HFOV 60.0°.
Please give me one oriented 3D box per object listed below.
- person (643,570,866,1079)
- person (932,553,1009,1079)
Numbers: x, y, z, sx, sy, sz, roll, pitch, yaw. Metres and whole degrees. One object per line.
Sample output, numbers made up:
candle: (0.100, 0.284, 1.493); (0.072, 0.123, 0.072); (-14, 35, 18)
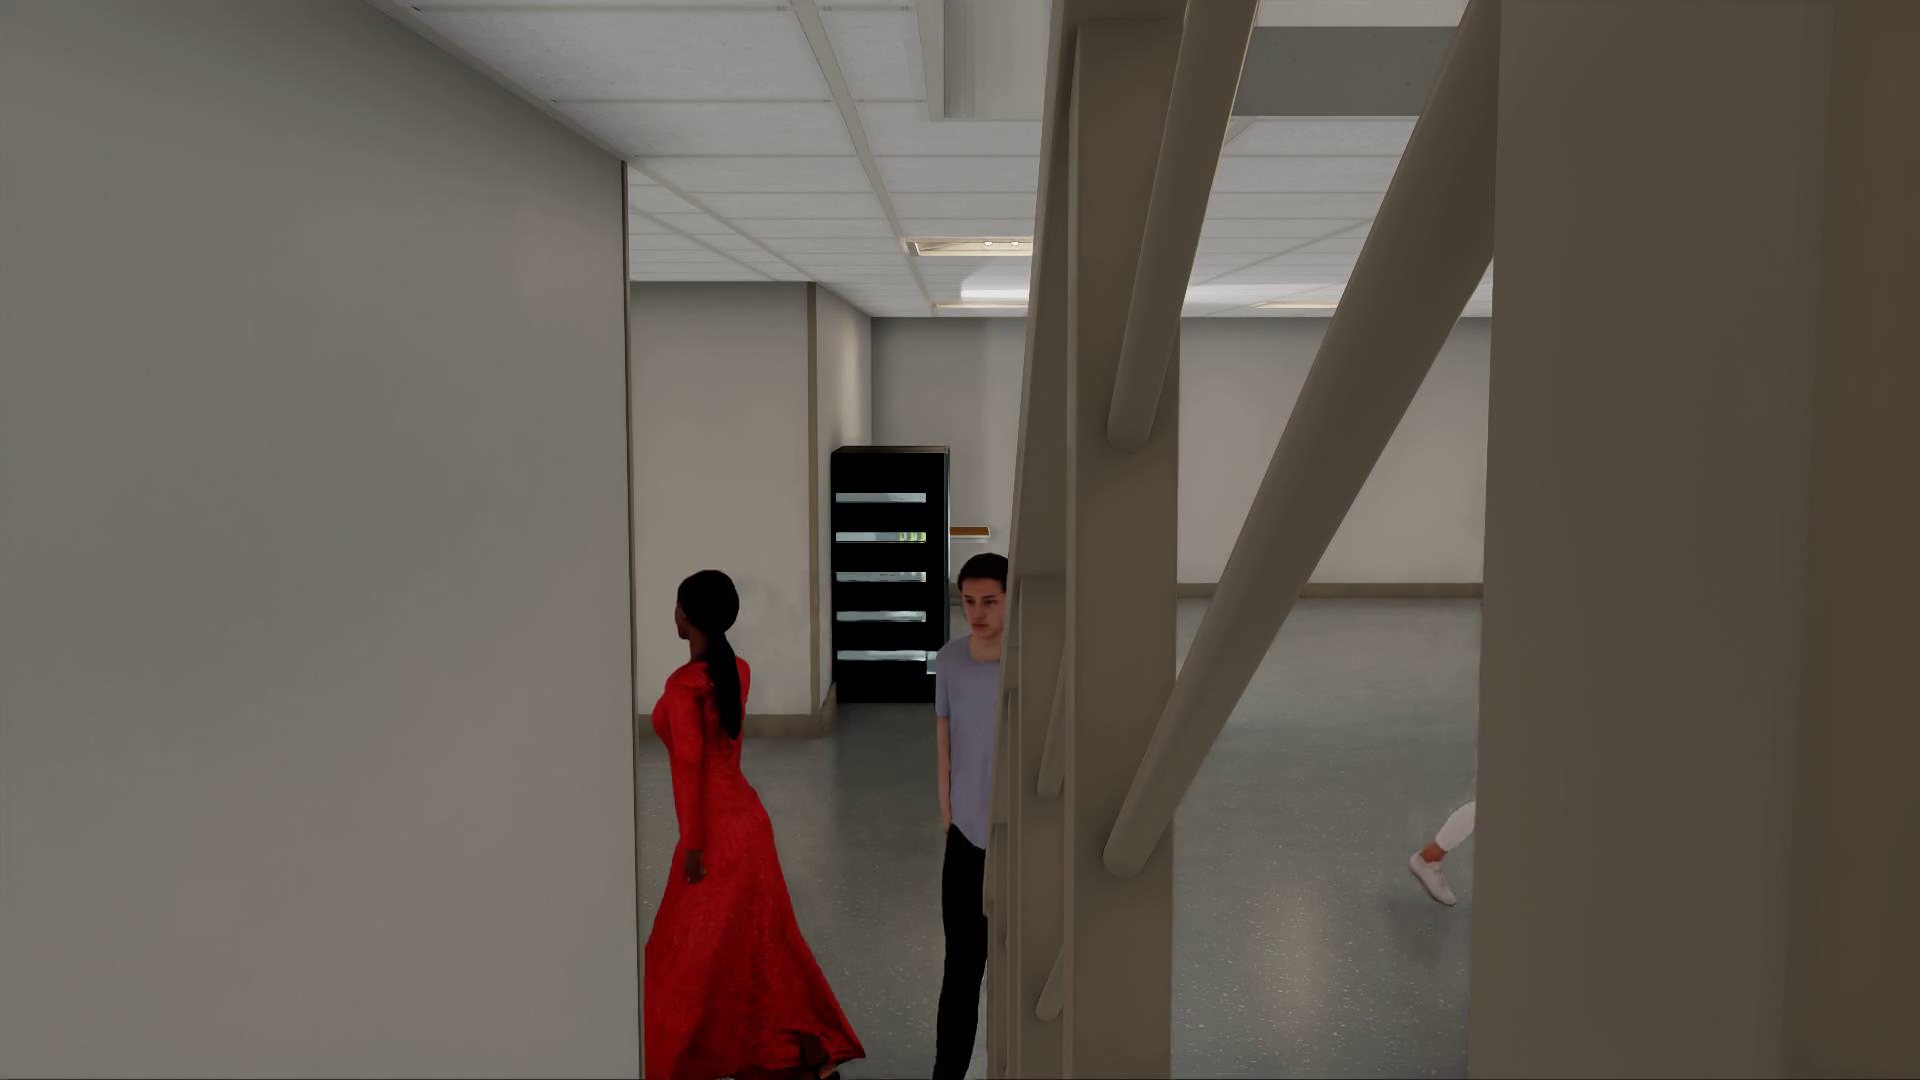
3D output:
person: (-0.682, 1.007, 5.303); (0.987, 1.741, 1.174); (2, 6, 20)
person: (0.187, 0.964, 5.352); (1.032, 1.816, 1.273); (2, 6, 22)
